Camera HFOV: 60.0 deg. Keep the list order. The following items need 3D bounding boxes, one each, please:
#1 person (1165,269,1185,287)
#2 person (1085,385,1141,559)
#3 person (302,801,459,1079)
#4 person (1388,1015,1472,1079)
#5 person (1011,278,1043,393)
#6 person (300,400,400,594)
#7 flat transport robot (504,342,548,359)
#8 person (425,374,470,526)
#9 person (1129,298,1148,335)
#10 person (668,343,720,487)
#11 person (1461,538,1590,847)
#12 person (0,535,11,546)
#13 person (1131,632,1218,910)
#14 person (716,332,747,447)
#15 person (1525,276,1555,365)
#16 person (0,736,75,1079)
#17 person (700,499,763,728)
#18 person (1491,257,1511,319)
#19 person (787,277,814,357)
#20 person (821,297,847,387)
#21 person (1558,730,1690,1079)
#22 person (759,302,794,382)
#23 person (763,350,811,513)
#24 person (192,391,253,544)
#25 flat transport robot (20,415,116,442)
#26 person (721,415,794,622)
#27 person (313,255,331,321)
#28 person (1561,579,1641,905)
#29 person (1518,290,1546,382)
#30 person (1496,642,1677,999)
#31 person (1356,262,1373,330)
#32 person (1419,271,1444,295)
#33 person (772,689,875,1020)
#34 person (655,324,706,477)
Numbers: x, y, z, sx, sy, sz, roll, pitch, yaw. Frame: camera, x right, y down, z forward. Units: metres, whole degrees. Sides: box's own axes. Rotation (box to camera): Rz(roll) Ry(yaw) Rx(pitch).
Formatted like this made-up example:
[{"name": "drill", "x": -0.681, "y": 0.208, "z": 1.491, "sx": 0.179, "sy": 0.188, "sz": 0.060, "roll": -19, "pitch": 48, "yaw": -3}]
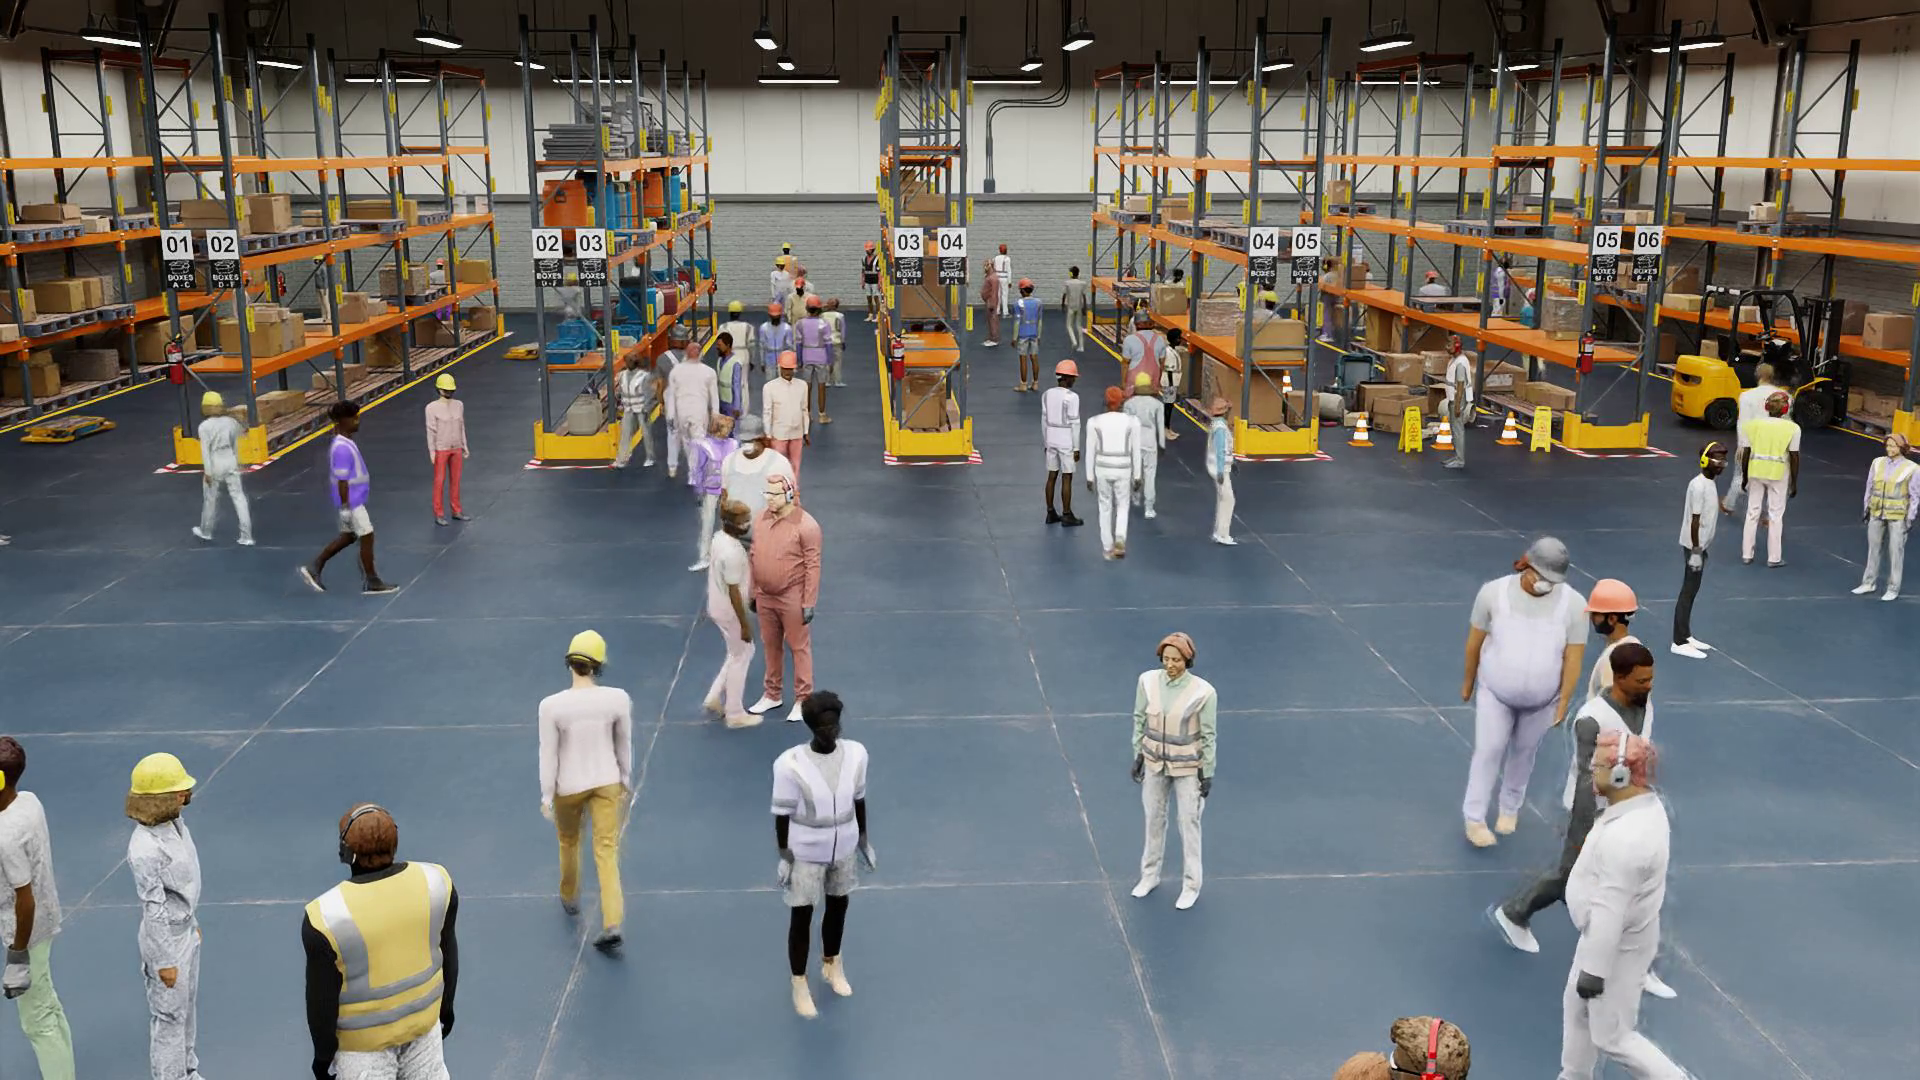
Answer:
[{"name": "person", "x": 4.762, "y": -5.271, "z": 37.380, "sx": 0.598, "sy": 1.666, "sz": 0.495, "roll": -5, "pitch": 14, "yaw": -20}, {"name": "person", "x": 1.610, "y": -0.695, "z": 17.557, "sx": 0.583, "sy": 1.873, "sz": 0.483, "roll": 1, "pitch": 13, "yaw": 4}, {"name": "person", "x": -2.281, "y": 1.914, "z": 6.587, "sx": 0.429, "sy": 1.844, "sz": 0.625, "roll": 12, "pitch": 18, "yaw": 42}, {"name": "person", "x": 1.434, "y": 2.295, "z": 4.992, "sx": 0.384, "sy": 1.837, "sz": 0.562, "roll": 5, "pitch": 14, "yaw": 19}, {"name": "person", "x": 1.188, "y": -3.665, "z": 29.783, "sx": 0.605, "sy": 2.046, "sz": 0.376, "roll": -8, "pitch": 16, "yaw": -31}, {"name": "person", "x": -6.012, "y": -0.398, "z": 16.190, "sx": 0.841, "sy": 1.936, "sz": 0.610, "roll": -4, "pitch": 14, "yaw": -18}, {"name": "flat transport robot", "x": -8.939, "y": -3.987, "z": 34.950, "sx": 0.652, "sy": 0.197, "sz": 1.431, "roll": 3, "pitch": 14, "yaw": 14}, {"name": "person", "x": -5.943, "y": -1.058, "z": 19.345, "sx": 0.328, "sy": 1.765, "sz": 0.532, "roll": 9, "pitch": 16, "yaw": 35}, {"name": "person", "x": 2.964, "y": -3.110, "z": 27.819, "sx": 0.310, "sy": 1.864, "sz": 0.533, "roll": 3, "pitch": 14, "yaw": 11}, {"name": "person", "x": -3.460, "y": -1.635, "z": 21.674, "sx": 0.656, "sy": 1.832, "sz": 1.076, "roll": 2, "pitch": 13, "yaw": 8}, {"name": "person", "x": 3.511, "y": 0.924, "z": 10.352, "sx": 0.719, "sy": 2.000, "sz": 0.777, "roll": 3, "pitch": 14, "yaw": 14}, {"name": "person", "x": -10.746, "y": -0.846, "z": 18.277, "sx": 0.383, "sy": 1.841, "sz": 0.565, "roll": -6, "pitch": 15, "yaw": -24}, {"name": "person", "x": 1.235, "y": 1.316, "z": 9.581, "sx": 0.519, "sy": 1.633, "sz": 0.313, "roll": 9, "pitch": 16, "yaw": 34}, {"name": "person", "x": -3.069, "y": -1.832, "z": 22.321, "sx": 0.382, "sy": 1.911, "sz": 0.593, "roll": -8, "pitch": 16, "yaw": -31}, {"name": "person", "x": 11.739, "y": -4.466, "z": 33.690, "sx": 0.638, "sy": 1.821, "sz": 0.474, "roll": 1, "pitch": 13, "yaw": 6}, {"name": "person", "x": -4.102, "y": 1.741, "z": 7.258, "sx": 0.325, "sy": 1.871, "sz": 0.524, "roll": -6, "pitch": 15, "yaw": -24}, {"name": "person", "x": -1.697, "y": 0.561, "z": 12.398, "sx": 0.404, "sy": 1.813, "sz": 0.572, "roll": -4, "pitch": 14, "yaw": -16}, {"name": "person", "x": 12.548, "y": -5.643, "z": 38.601, "sx": 0.430, "sy": 1.843, "sz": 0.626, "roll": 2, "pitch": 14, "yaw": 10}, {"name": "person", "x": -3.224, "y": -4.443, "z": 33.712, "sx": 0.563, "sy": 1.748, "sz": 0.340, "roll": 0, "pitch": 13, "yaw": -2}, {"name": "person", "x": -2.315, "y": -3.604, "z": 30.398, "sx": 0.523, "sy": 1.640, "sz": 0.320, "roll": 7, "pitch": 15, "yaw": 27}, {"name": "person", "x": 2.920, "y": 1.747, "z": 7.217, "sx": 0.778, "sy": 1.880, "sz": 0.646, "roll": 5, "pitch": 14, "yaw": 21}, {"name": "person", "x": -2.927, "y": -2.864, "z": 26.653, "sx": 0.563, "sy": 1.922, "sz": 0.529, "roll": 0, "pitch": 13, "yaw": 0}, {"name": "person", "x": -2.036, "y": -1.250, "z": 19.669, "sx": 0.614, "sy": 1.990, "sz": 0.392, "roll": -9, "pitch": 16, "yaw": -34}, {"name": "person", "x": -8.191, "y": -0.802, "z": 18.398, "sx": 0.914, "sy": 1.687, "sz": 0.507, "roll": 8, "pitch": 16, "yaw": 31}, {"name": "flat transport robot", "x": -13.529, "y": -1.693, "z": 25.230, "sx": 0.652, "sy": 0.197, "sz": 1.431, "roll": 1, "pitch": 13, "yaw": 3}, {"name": "person", "x": -1.832, "y": -0.124, "z": 14.795, "sx": 0.696, "sy": 2.000, "sz": 0.536, "roll": 4, "pitch": 14, "yaw": 18}, {"name": "person", "x": -15.867, "y": -6.241, "z": 41.296, "sx": 0.526, "sy": 1.768, "sz": 0.315, "roll": 12, "pitch": 18, "yaw": 43}, {"name": "person", "x": 3.709, "y": 1.170, "z": 9.569, "sx": 0.390, "sy": 1.922, "sz": 0.554, "roll": 7, "pitch": 15, "yaw": 27}, {"name": "person", "x": 10.657, "y": -3.777, "z": 30.919, "sx": 0.570, "sy": 1.733, "sz": 0.503, "roll": -1, "pitch": 13, "yaw": -6}, {"name": "person", "x": 3.306, "y": 1.399, "z": 8.709, "sx": 0.601, "sy": 1.877, "sz": 0.938, "roll": -9, "pitch": 16, "yaw": -34}, {"name": "person", "x": 9.694, "y": -5.864, "z": 39.981, "sx": 0.500, "sy": 1.633, "sz": 0.284, "roll": -10, "pitch": 16, "yaw": -35}, {"name": "person", "x": 10.125, "y": -4.943, "z": 35.938, "sx": 0.574, "sy": 1.693, "sz": 0.919, "roll": -1, "pitch": 13, "yaw": -5}, {"name": "person", "x": -0.701, "y": 1.562, "z": 8.419, "sx": 0.537, "sy": 1.702, "sz": 0.355, "roll": -8, "pitch": 16, "yaw": -31}, {"name": "person", "x": -3.682, "y": -1.857, "z": 22.134, "sx": 0.687, "sy": 2.000, "sz": 0.538, "roll": -1, "pitch": 13, "yaw": -4}]
